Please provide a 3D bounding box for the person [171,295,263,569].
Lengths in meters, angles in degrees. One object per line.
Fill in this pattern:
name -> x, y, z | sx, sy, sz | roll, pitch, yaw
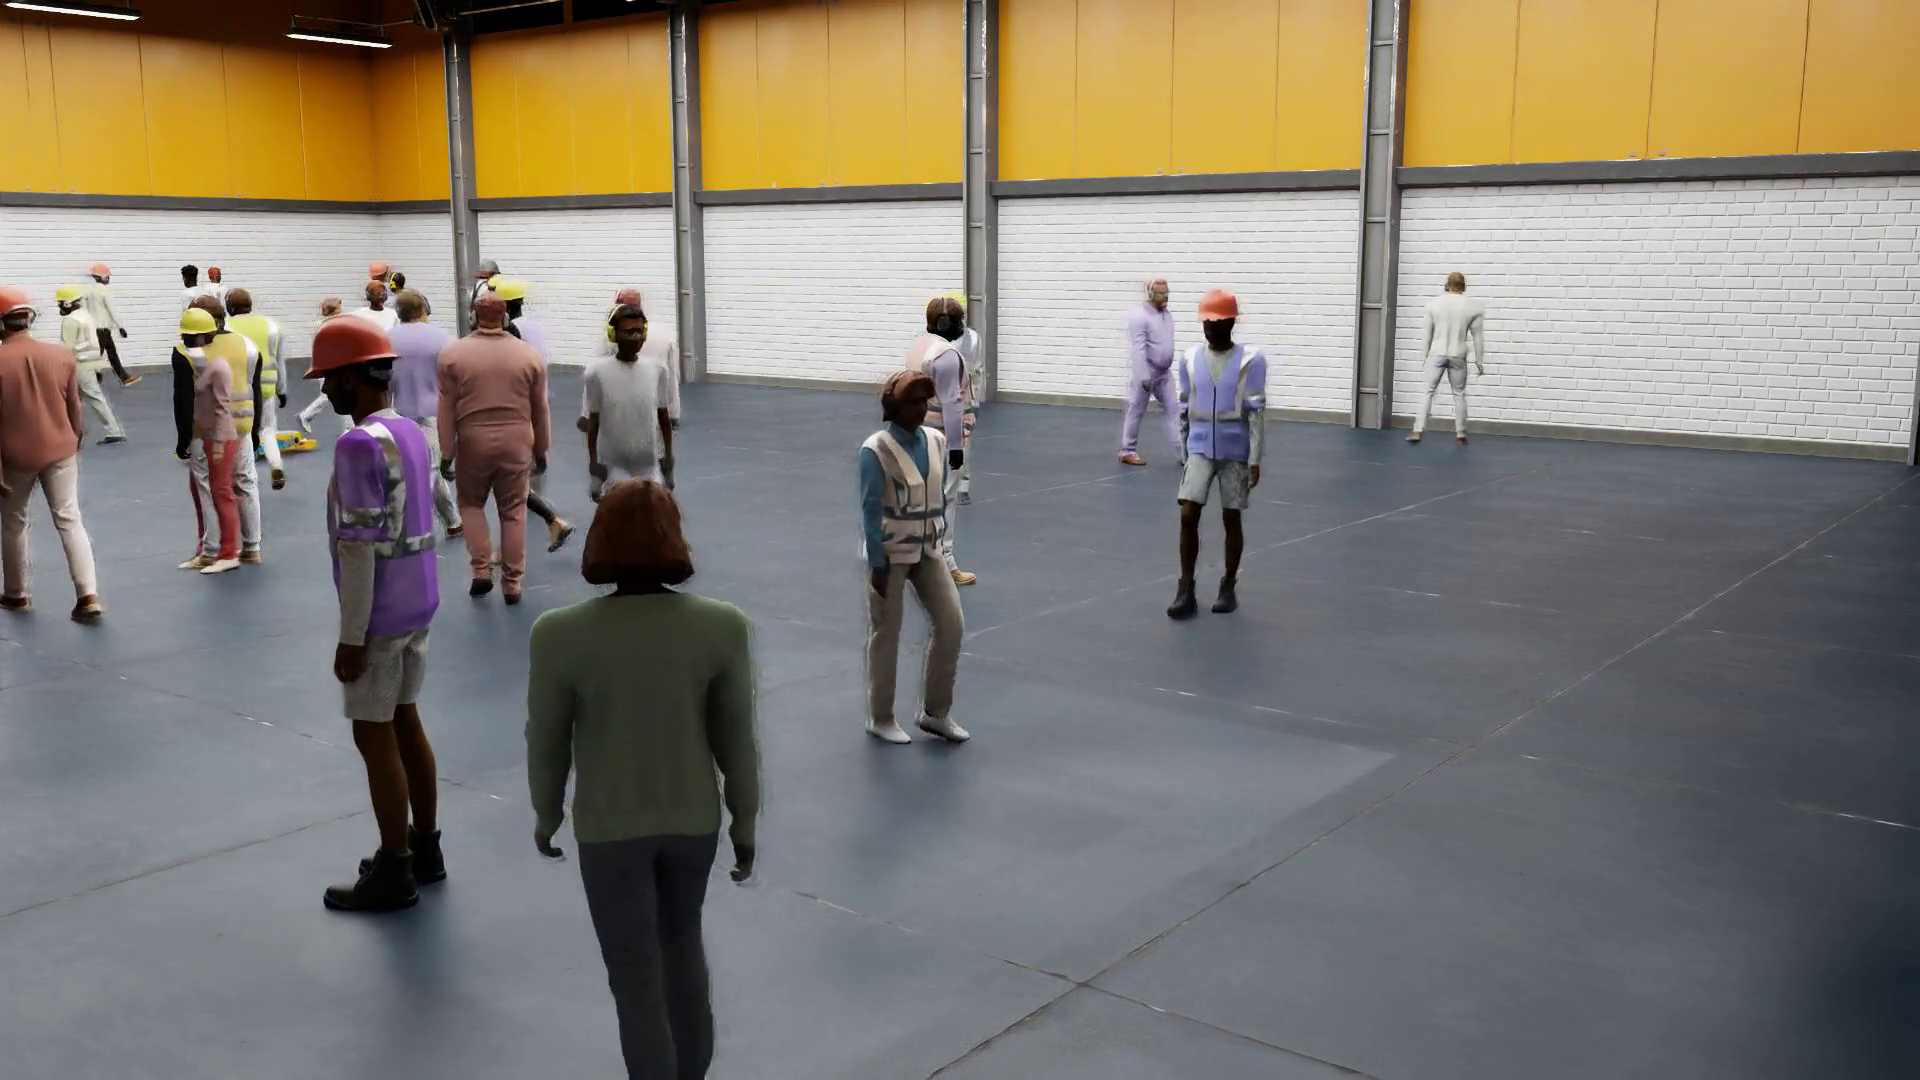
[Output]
person -> -4.991, -0.719, 11.180 | 0.429, 1.840, 0.624 | 7, 12, 34

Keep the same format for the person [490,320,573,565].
person -> -2.993, -0.659, 11.295 | 0.499, 1.685, 0.536 | 1, 10, 5

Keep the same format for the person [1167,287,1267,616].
person -> 1.471, -0.485, 9.601 | 0.554, 1.916, 0.749 | 4, 11, 23

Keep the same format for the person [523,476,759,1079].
person -> -0.741, 0.657, 3.840 | 0.500, 1.610, 0.575 | -5, 11, -26

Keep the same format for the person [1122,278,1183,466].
person -> 2.001, -1.641, 16.470 | 0.657, 1.861, 0.976 | -9, 14, -44

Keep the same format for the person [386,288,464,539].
person -> -3.850, -0.865, 11.957 | 0.685, 1.871, 1.063 | 2, 10, 10

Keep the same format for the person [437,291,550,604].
person -> -2.823, -0.557, 10.093 | 0.669, 1.887, 0.517 | -4, 10, -20

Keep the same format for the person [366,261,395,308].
person -> -8.983, -3.392, 26.268 | 0.656, 1.993, 0.623 | -1, 10, -6

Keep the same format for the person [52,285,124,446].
person -> -9.680, -1.894, 18.221 | 0.920, 1.780, 0.593 | -2, 10, -14

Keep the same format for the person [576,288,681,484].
person -> -2.497, -0.961, 12.557 | 1.005, 1.842, 0.673 | 9, 13, 42

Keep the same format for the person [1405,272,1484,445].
person -> 5.359, -1.986, 18.361 | 0.841, 1.913, 0.564 | 2, 10, 10

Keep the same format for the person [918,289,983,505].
person -> -0.093, -1.228, 14.201 | 0.603, 1.816, 0.675 | -3, 10, -18

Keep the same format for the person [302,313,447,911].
person -> -1.903, 0.232, 5.415 | 0.391, 1.922, 0.554 | 0, 10, 0

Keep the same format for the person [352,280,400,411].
person -> -6.332, -1.895, 18.046 | 0.584, 1.843, 0.986 | -9, 13, -43

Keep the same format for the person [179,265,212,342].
person -> -11.125, -3.013, 24.201 | 0.410, 1.956, 0.676 | 2, 10, 12

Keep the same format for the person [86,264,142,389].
person -> -13.425, -3.338, 26.129 | 0.603, 1.947, 1.043 | 8, 12, 38

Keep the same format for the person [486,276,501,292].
person -> -7.237, -3.218, 25.944 | 0.329, 1.765, 0.533 | -8, 13, -39

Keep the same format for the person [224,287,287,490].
person -> -6.190, -1.283, 14.493 | 0.650, 1.824, 0.490 | -9, 13, -41

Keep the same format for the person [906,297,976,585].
person -> -0.114, -0.634, 10.682 | 0.429, 1.839, 0.633 | -4, 11, -22

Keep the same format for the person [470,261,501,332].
person -> -7.384, -3.415, 26.287 | 0.688, 2.000, 0.743 | 9, 13, 43

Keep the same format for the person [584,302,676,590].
person -> -1.888, -0.423, 9.430 | 0.527, 1.852, 0.636 | -6, 11, -31

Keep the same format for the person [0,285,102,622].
person -> -5.321, -0.495, 9.595 | 1.019, 1.945, 0.613 | 8, 13, 41

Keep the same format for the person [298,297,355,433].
person -> -7.331, -2.016, 19.345 | 0.685, 1.616, 0.523 | -1, 10, -3

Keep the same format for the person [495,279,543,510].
person -> -3.617, -1.167, 13.595 | 0.425, 1.911, 0.589 | 3, 10, 17

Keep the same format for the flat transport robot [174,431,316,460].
flat transport robot -> -7.422, -0.990, 17.313 | 0.652, 0.197, 1.431 | 2, 10, 13

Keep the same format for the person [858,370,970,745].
person -> -0.180, 0.094, 7.075 | 0.568, 1.619, 0.538 | 9, 13, 43

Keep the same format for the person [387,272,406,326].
person -> -7.617, -2.710, 22.680 | 0.316, 1.869, 0.525 | 3, 10, 18

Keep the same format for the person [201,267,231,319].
person -> -13.014, -3.830, 29.171 | 0.575, 1.879, 0.355 | 2, 10, 13

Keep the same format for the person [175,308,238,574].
person -> -4.992, -0.654, 11.046 | 0.552, 1.763, 0.343 | 8, 12, 38
